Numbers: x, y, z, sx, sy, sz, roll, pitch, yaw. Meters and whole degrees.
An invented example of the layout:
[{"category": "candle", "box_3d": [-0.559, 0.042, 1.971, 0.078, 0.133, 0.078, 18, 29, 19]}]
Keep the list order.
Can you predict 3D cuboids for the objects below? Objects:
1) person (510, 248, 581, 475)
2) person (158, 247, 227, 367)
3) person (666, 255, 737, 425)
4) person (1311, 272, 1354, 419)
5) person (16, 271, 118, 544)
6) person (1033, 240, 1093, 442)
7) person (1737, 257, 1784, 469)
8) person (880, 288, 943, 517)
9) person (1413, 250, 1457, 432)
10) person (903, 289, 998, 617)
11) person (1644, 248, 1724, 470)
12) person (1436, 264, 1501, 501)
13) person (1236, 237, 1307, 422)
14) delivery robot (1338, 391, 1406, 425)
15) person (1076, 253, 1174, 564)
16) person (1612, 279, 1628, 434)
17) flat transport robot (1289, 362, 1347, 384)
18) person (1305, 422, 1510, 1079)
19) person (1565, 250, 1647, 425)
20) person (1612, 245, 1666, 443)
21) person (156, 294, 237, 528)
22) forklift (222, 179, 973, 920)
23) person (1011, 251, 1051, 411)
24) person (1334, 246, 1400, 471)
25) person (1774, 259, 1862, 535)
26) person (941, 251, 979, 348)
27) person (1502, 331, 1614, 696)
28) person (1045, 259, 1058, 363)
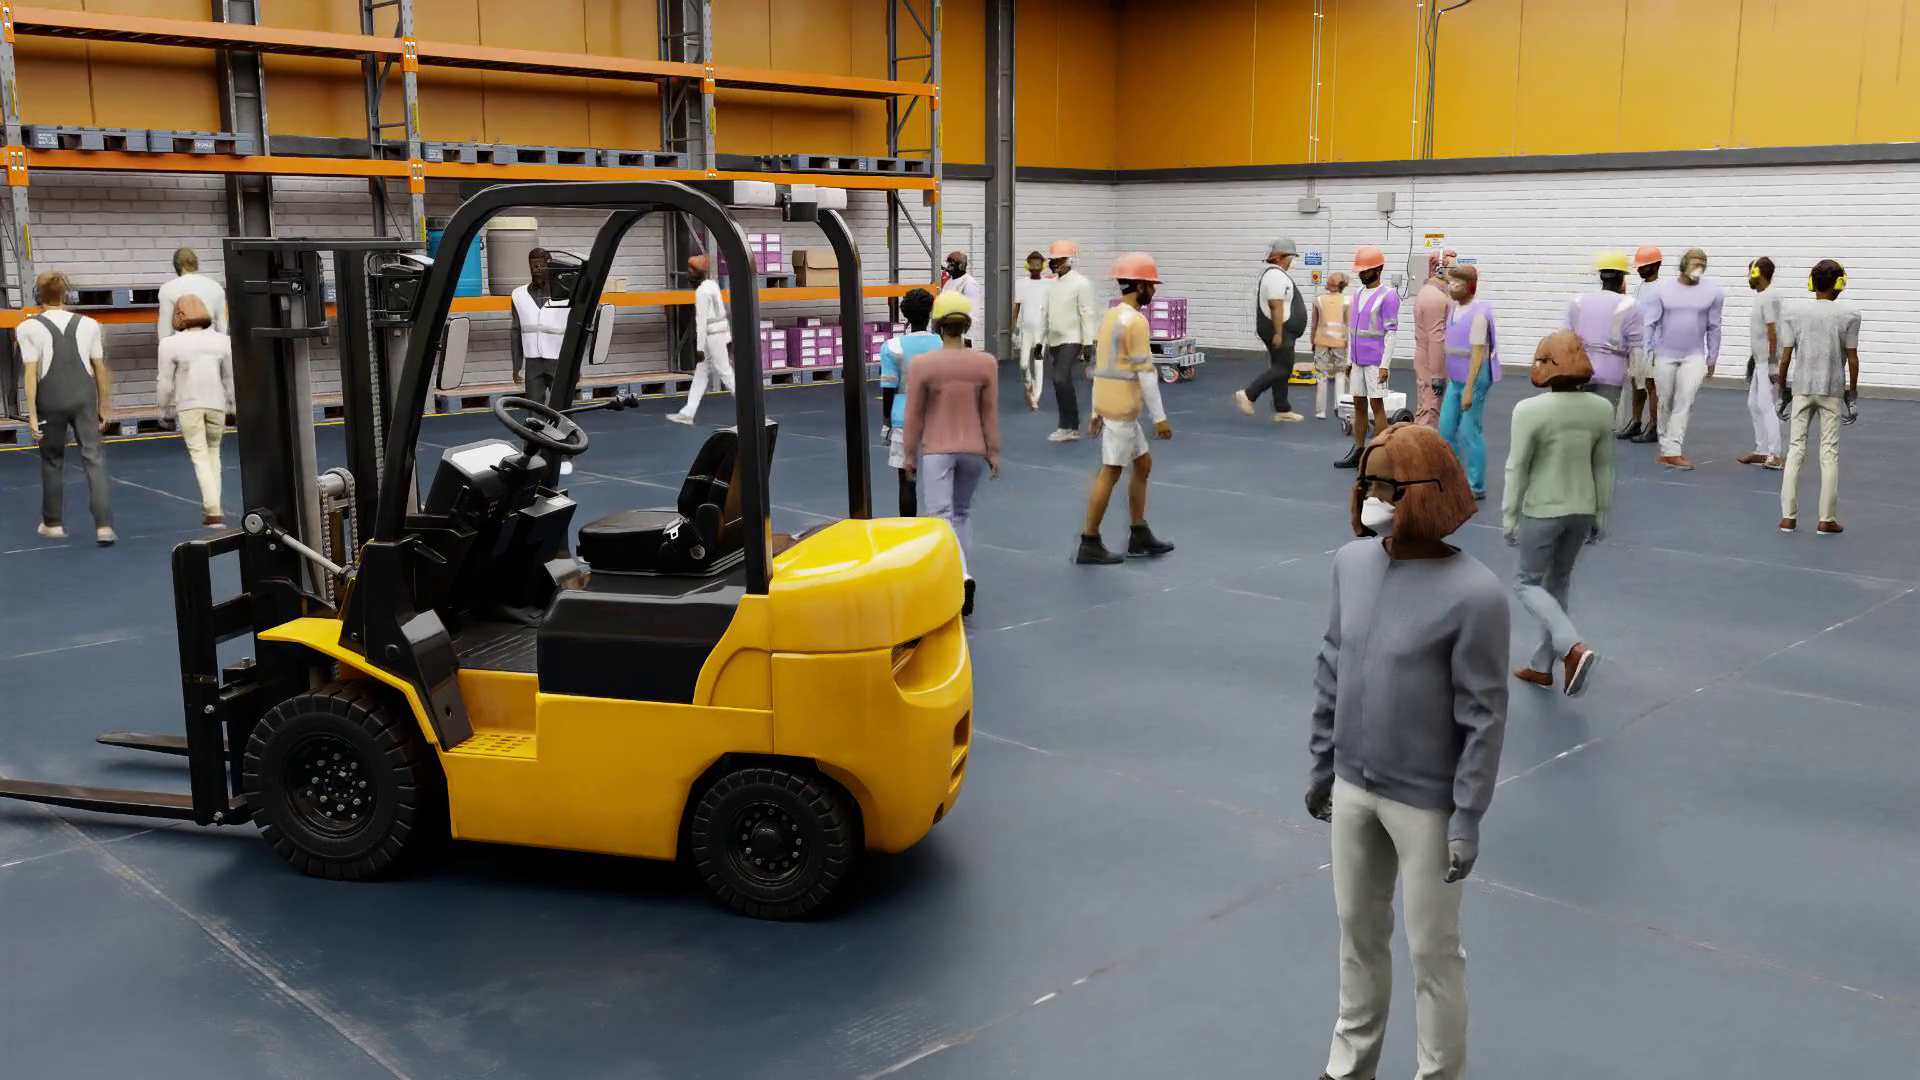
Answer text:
[{"category": "person", "box_3d": [-3.502, -1.508, 14.103, 0.597, 1.916, 0.371, 1, 10, 3]}, {"category": "person", "box_3d": [-7.302, -1.821, 15.834, 0.676, 1.928, 0.649, 7, 13, 35]}, {"category": "person", "box_3d": [-2.629, -2.116, 17.712, 0.971, 1.817, 0.630, 0, 10, 1]}, {"category": "person", "box_3d": [4.099, -2.137, 18.338, 0.485, 1.624, 0.423, 3, 11, 16]}, {"category": "person", "box_3d": [-5.869, -0.864, 10.964, 0.533, 1.798, 0.902, -9, 14, -41]}, {"category": "person", "box_3d": [0.959, -1.941, 16.306, 0.660, 1.969, 0.639, -7, 13, -35]}, {"category": "person", "box_3d": [7.039, -1.543, 14.532, 0.413, 1.831, 0.693, 4, 11, 20]}, {"category": "person", "box_3d": [-0.245, -0.726, 10.441, 0.530, 1.696, 0.322, -3, 11, -14]}, {"category": "person", "box_3d": [3.819, -1.356, 13.290, 0.409, 1.913, 0.651, 2, 11, 10]}, {"category": "person", "box_3d": [-0.022, -0.469, 8.927, 0.528, 1.738, 0.778, -4, 11, -19]}, {"category": "person", "box_3d": [6.275, -1.581, 14.533, 0.689, 1.904, 0.675, 3, 11, 18]}, {"category": "person", "box_3d": [3.821, -1.174, 12.572, 0.502, 1.811, 0.586, -2, 11, -10]}, {"category": "person", "box_3d": [3.403, -2.286, 18.007, 0.697, 2.000, 0.703, 1, 10, 5]}, {"category": "delivery robot", "box_3d": [4.180, -1.381, 16.875, 0.707, 0.478, 0.477, -6, 12, -30]}, {"category": "person", "box_3d": [1.073, -0.798, 10.256, 0.821, 1.907, 0.548, -2, 11, -9]}, {"category": "person", "box_3d": [6.544, -1.824, 16.661, 0.538, 1.616, 0.382, -4, 11, -19]}, {"category": "flat transport robot", "box_3d": [4.784, -2.312, 22.978, 0.652, 0.197, 1.431, 7, 13, 34]}, {"category": "person", "box_3d": [0.946, 0.557, 3.617, 0.281, 1.633, 0.500, -7, 12, -32]}, {"category": "person", "box_3d": [4.942, -1.248, 12.701, 0.577, 1.904, 0.620, -8, 13, -38]}, {"category": "person", "box_3d": [6.695, -1.911, 16.275, 0.371, 1.928, 0.543, -2, 11, -13]}, {"category": "person", "box_3d": [-5.362, -0.910, 11.657, 0.729, 1.602, 0.507, 10, 15, 44]}, {"category": "forklift", "box_3d": [-1.114, -0.058, 5.440, 2.313, 2.155, 1.214, 2, 11, 13]}, {"category": "person", "box_3d": [0.864, -2.438, 19.389, 0.524, 1.845, 0.680, 2, 10, 8]}, {"category": "person", "box_3d": [3.494, -1.545, 14.275, 0.372, 1.929, 0.543, -5, 11, -25]}, {"category": "person", "box_3d": [5.830, -0.966, 11.313, 0.521, 1.860, 0.327, 8, 13, 36]}, {"category": "person", "box_3d": [-0.037, -2.289, 18.567, 0.429, 1.841, 0.638, -6, 12, -28]}, {"category": "person", "box_3d": [2.629, -0.097, 7.254, 0.499, 1.616, 0.584, -3, 11, -15]}, {"category": "person", "box_3d": [1.518, -3.649, 26.389, 0.556, 1.685, 0.419, 4, 11, 19]}]
